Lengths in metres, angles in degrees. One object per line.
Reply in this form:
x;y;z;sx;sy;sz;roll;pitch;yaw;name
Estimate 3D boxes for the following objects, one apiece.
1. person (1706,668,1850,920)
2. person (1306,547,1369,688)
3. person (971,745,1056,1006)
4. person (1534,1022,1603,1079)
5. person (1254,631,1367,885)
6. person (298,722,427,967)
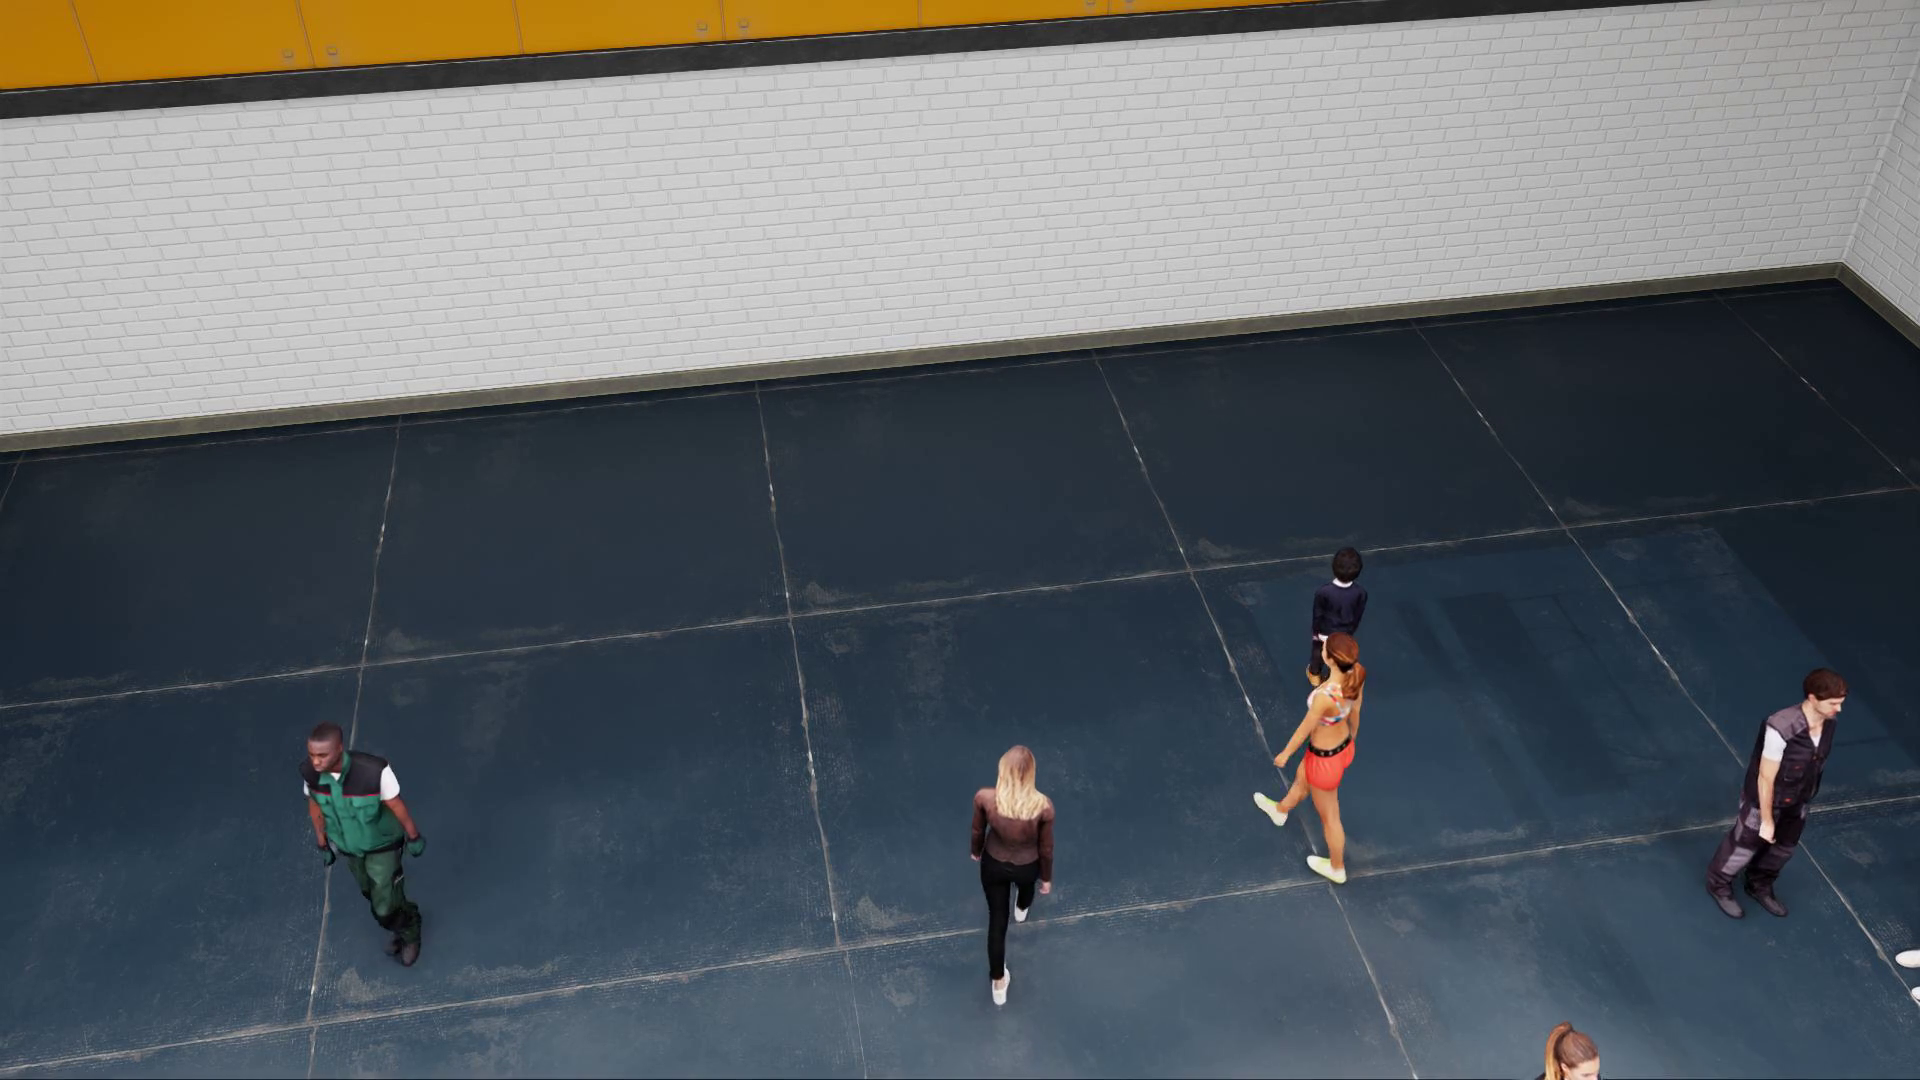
4.603;1.410;9.496;0.723;1.841;0.716;-15;41;-18;person
2.503;0.588;11.027;0.570;1.216;0.614;4;39;5;person
0.263;1.847;9.095;0.851;1.658;1.164;5;39;6;person
2.665;2.822;7.835;0.836;1.706;1.060;-23;44;-26;person
2.205;1.324;9.670;1.091;1.758;0.956;30;47;32;person
-3.249;1.607;9.263;0.832;1.825;0.848;6;39;8;person
